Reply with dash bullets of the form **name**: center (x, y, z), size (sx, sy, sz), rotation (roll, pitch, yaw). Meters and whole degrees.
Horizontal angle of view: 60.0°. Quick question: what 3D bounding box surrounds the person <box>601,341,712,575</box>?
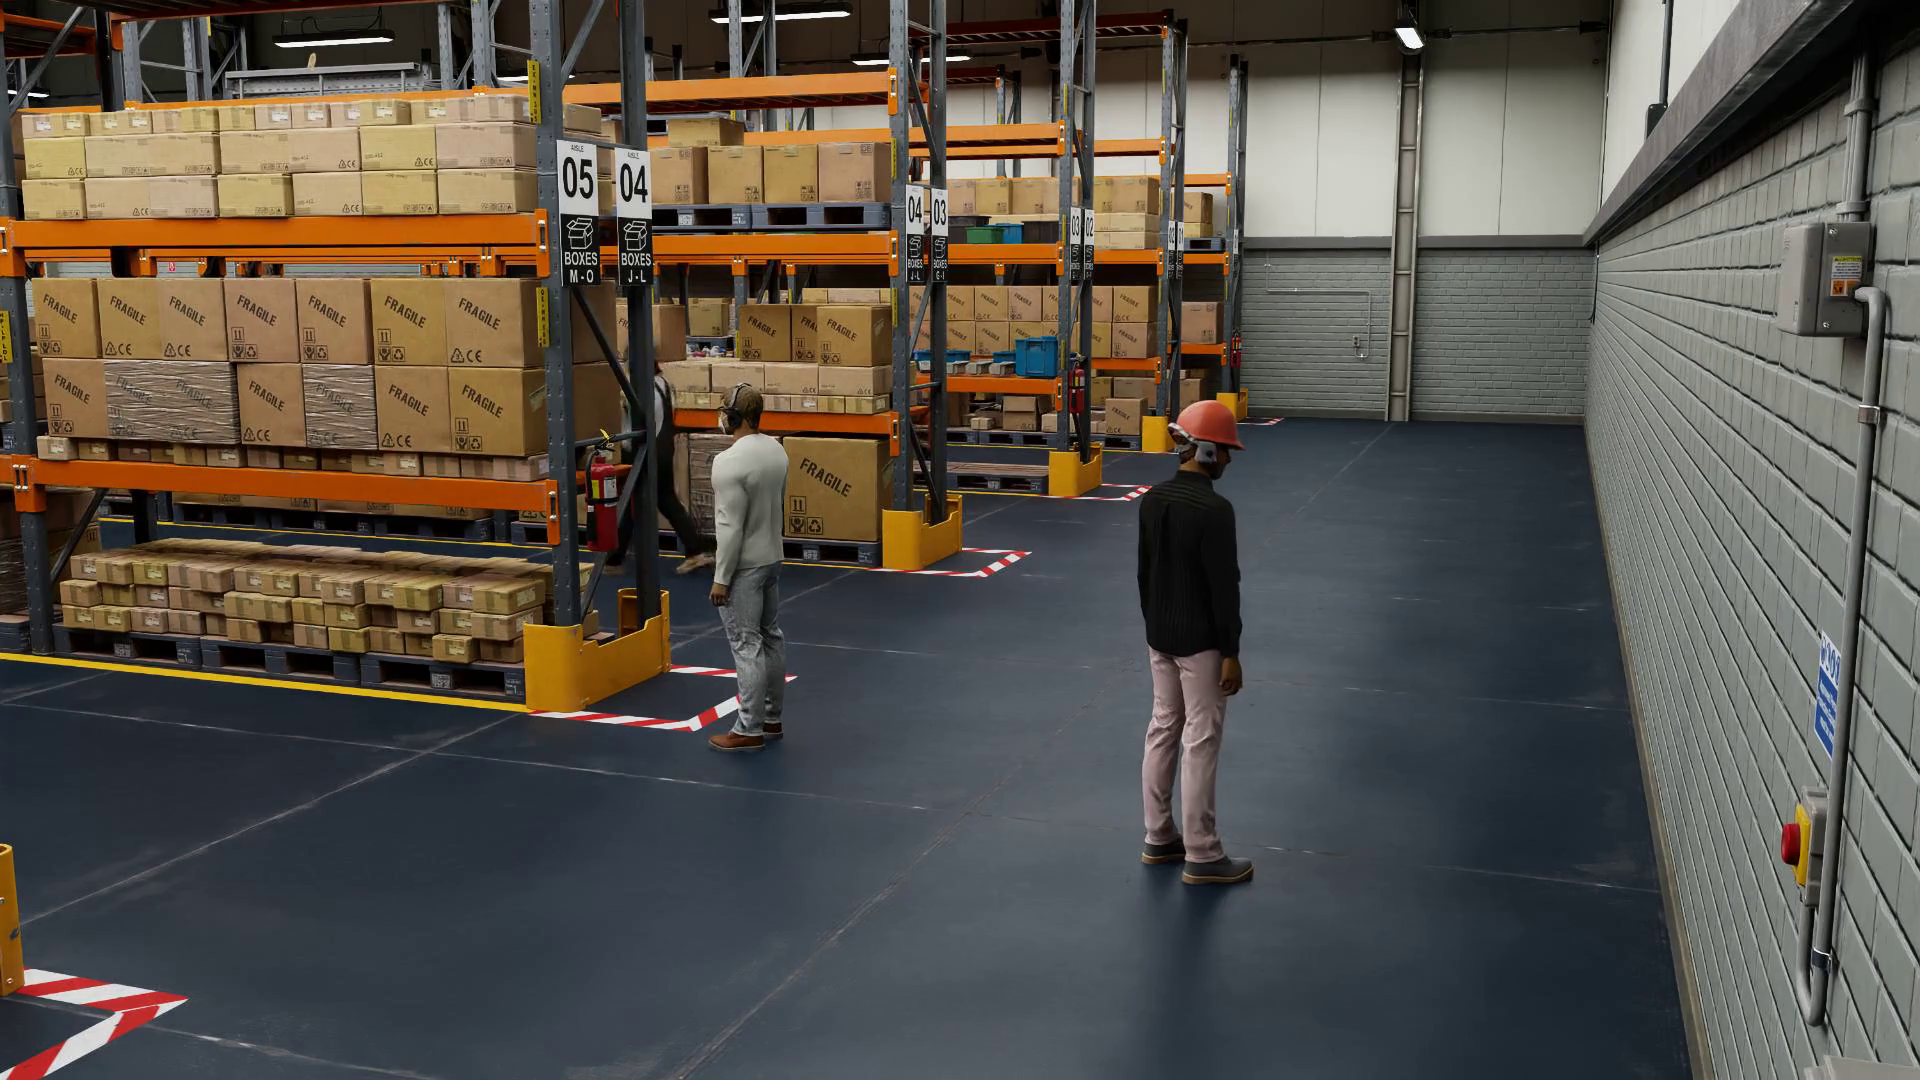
- **person**: center (-2.557, -0.707, 13.732), size (1.018, 2.000, 0.689), rotation (2, 9, 14)

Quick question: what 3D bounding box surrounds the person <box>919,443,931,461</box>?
- **person**: center (-0.748, -1.830, 21.154), size (0.821, 1.917, 0.555), rotation (4, 10, 22)

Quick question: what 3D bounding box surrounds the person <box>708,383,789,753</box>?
- **person**: center (-1.120, 0.145, 8.733), size (0.372, 1.940, 0.632), rotation (3, 10, 19)

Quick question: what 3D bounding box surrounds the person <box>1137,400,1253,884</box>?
- **person**: center (0.977, 0.417, 6.891), size (0.392, 1.985, 0.610), rotation (-5, 10, -27)

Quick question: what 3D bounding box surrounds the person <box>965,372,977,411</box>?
- **person**: center (0.058, -2.669, 26.009), size (0.697, 2.020, 0.645), rotation (4, 10, 22)

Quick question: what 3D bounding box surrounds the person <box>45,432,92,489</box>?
- **person**: center (-7.029, -0.499, 13.009), size (0.551, 1.851, 0.570), rotation (3, 10, 20)
